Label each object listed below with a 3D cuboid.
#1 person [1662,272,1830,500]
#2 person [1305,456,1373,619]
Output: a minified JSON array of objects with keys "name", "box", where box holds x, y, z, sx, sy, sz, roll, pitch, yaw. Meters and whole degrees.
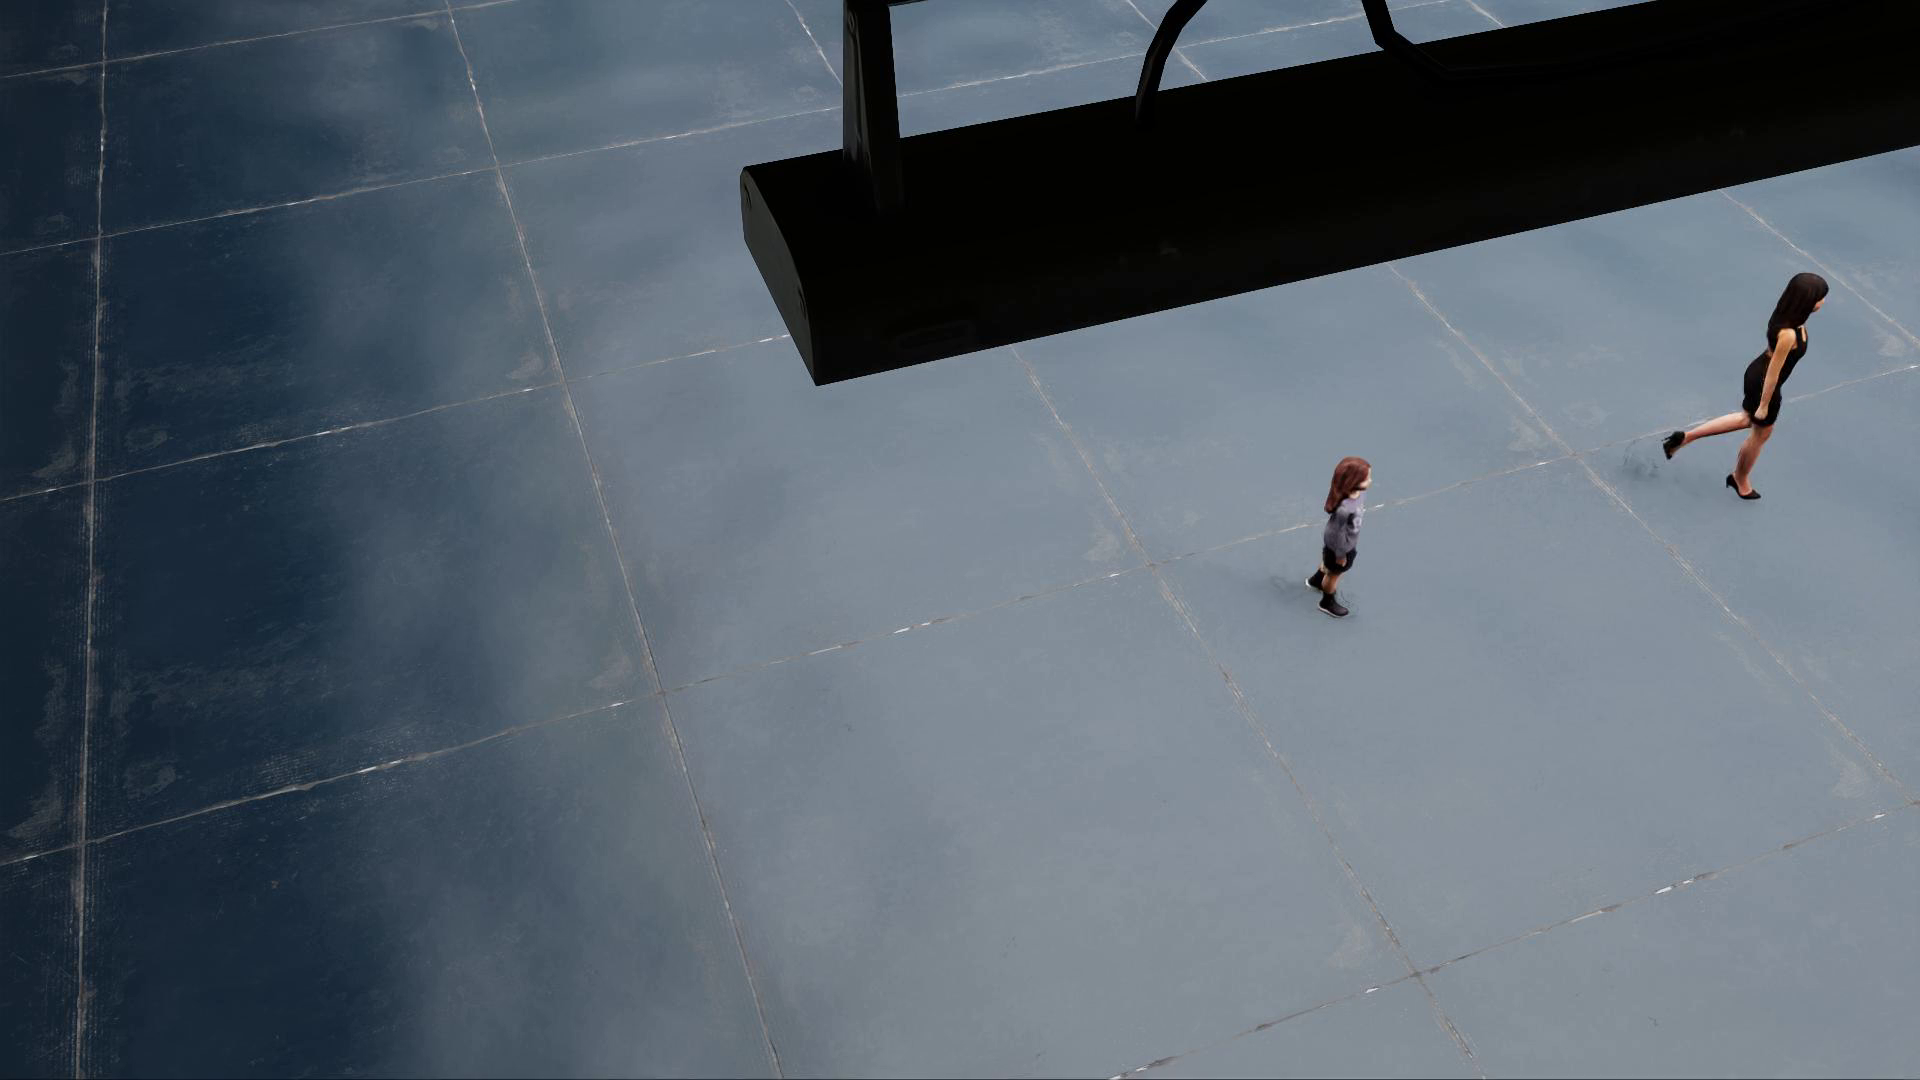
[{"name":"person","box":[4.719,-0.923,9.946,0.942,1.630,0.919,14,45,14]},{"name":"person","box":[2.136,-0.044,9.389,0.646,1.106,0.587,18,46,18]}]
